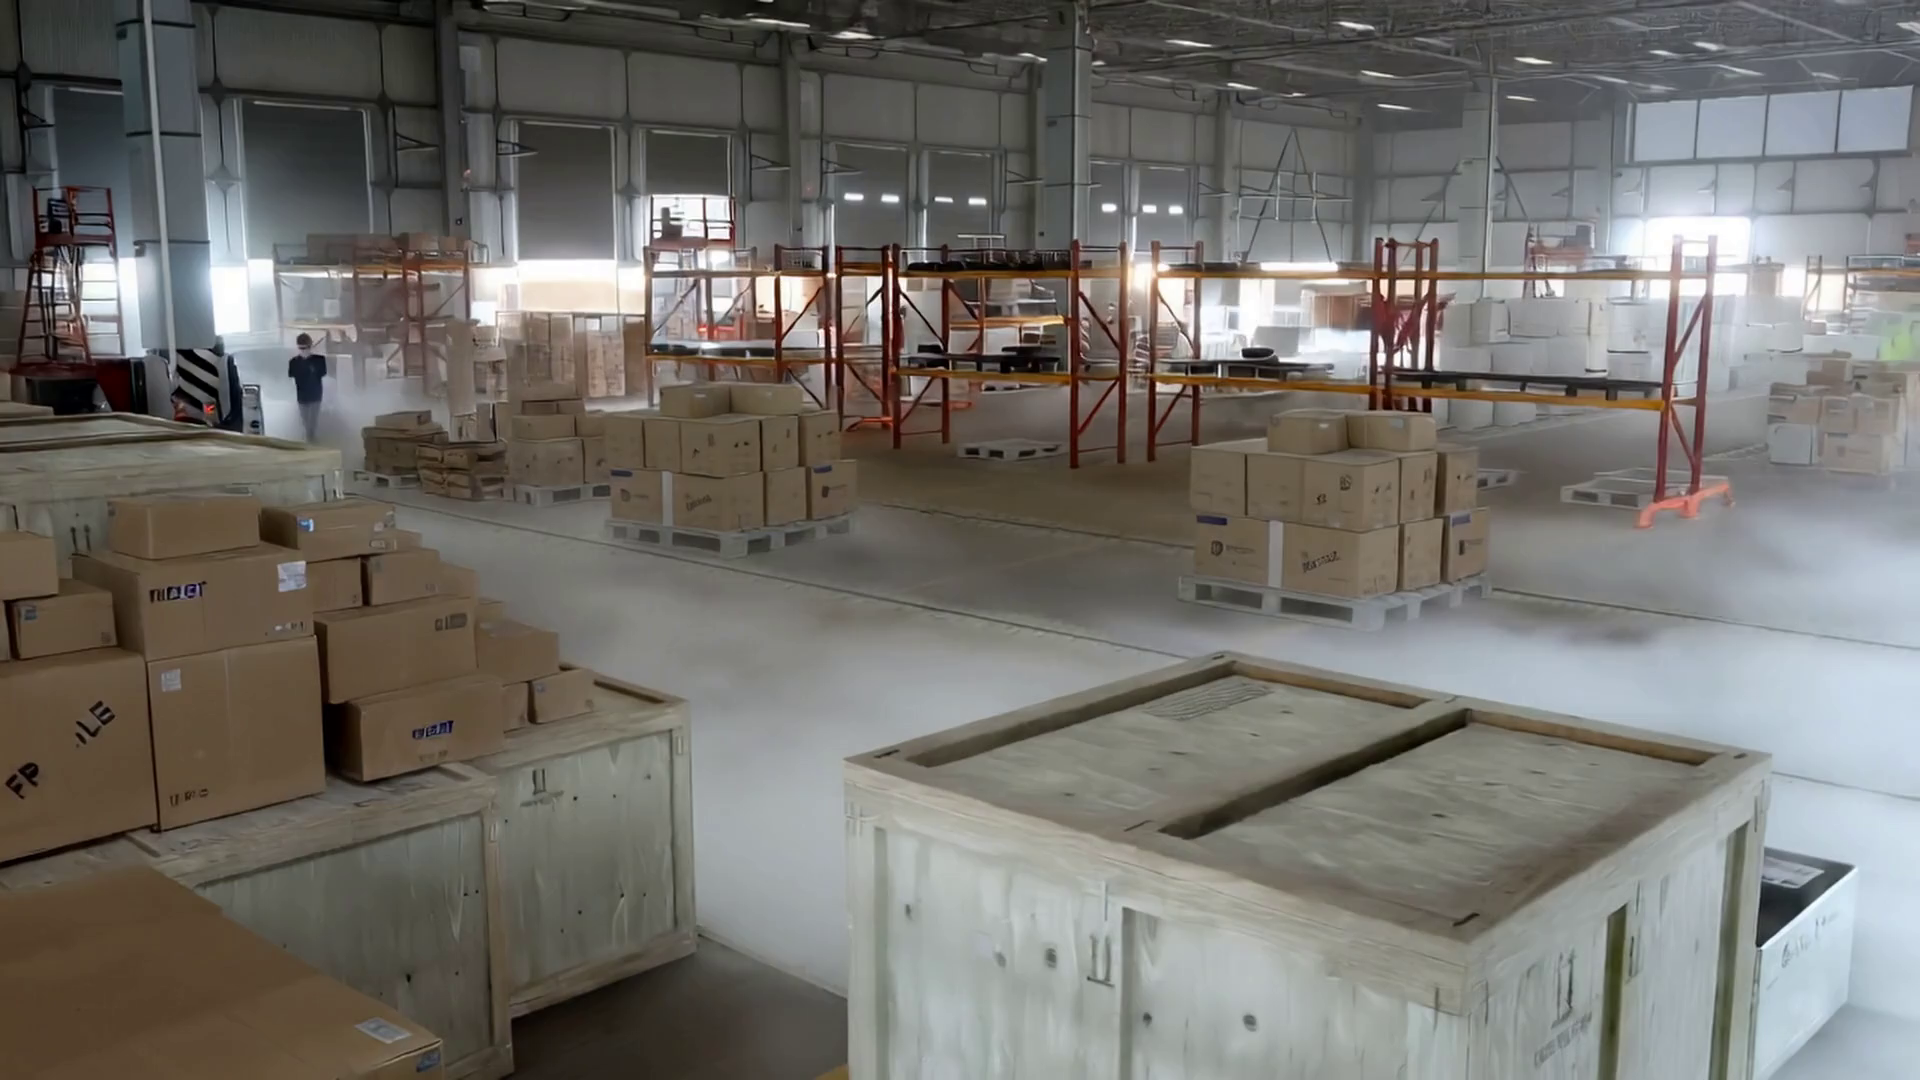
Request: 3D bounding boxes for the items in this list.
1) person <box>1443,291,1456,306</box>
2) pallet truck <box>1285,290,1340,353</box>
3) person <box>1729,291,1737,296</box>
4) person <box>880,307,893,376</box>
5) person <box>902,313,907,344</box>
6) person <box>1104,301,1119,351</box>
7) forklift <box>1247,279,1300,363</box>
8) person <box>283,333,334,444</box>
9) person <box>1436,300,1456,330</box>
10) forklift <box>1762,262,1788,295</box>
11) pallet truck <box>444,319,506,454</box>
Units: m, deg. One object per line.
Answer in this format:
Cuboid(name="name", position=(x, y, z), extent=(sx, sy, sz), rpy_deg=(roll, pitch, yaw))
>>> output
Cuboid(name="person", position=(16.040, -7.139, 54.193), extent=(0.636, 1.939, 0.364), rpy_deg=(9, 13, 43))
Cuboid(name="pallet truck", position=(11.297, -6.951, 52.861), extent=(1.885, 1.965, 0.823), rpy_deg=(-5, 11, -29))
Cuboid(name="person", position=(25.325, -7.210, 54.633), extent=(0.357, 1.938, 0.542), rpy_deg=(-4, 10, -24))
Cuboid(name="person", position=(-1.771, -4.910, 41.185), extent=(0.600, 1.714, 0.544), rpy_deg=(8, 12, 39))
Cuboid(name="person", position=(-1.247, -5.141, 42.271), extent=(0.524, 1.829, 0.463), rpy_deg=(5, 11, 30))
Cuboid(name="person", position=(4.897, -6.930, 53.908), extent=(0.529, 1.613, 0.754), rpy_deg=(7, 11, 35))
Cuboid(name="forklift", position=(8.216, -6.142, 45.200), extent=(1.873, 2.768, 1.129), rpy_deg=(9, 13, 43))
Cuboid(name="person", position=(-8.463, -1.741, 21.433), extent=(0.574, 1.822, 0.900), rpy_deg=(1, 9, 8))
Cuboid(name="person", position=(11.757, -4.781, 39.867), extent=(0.646, 1.890, 1.003), rpy_deg=(5, 11, 29))
Cuboid(name="forklift", position=(21.403, -5.929, 43.895), extent=(1.873, 2.768, 1.129), rpy_deg=(9, 13, 43))
Cuboid(name="pallet truck", position=(-6.981, -1.942, 22.150), extent=(1.885, 1.965, 0.823), rpy_deg=(1, 9, 9))
